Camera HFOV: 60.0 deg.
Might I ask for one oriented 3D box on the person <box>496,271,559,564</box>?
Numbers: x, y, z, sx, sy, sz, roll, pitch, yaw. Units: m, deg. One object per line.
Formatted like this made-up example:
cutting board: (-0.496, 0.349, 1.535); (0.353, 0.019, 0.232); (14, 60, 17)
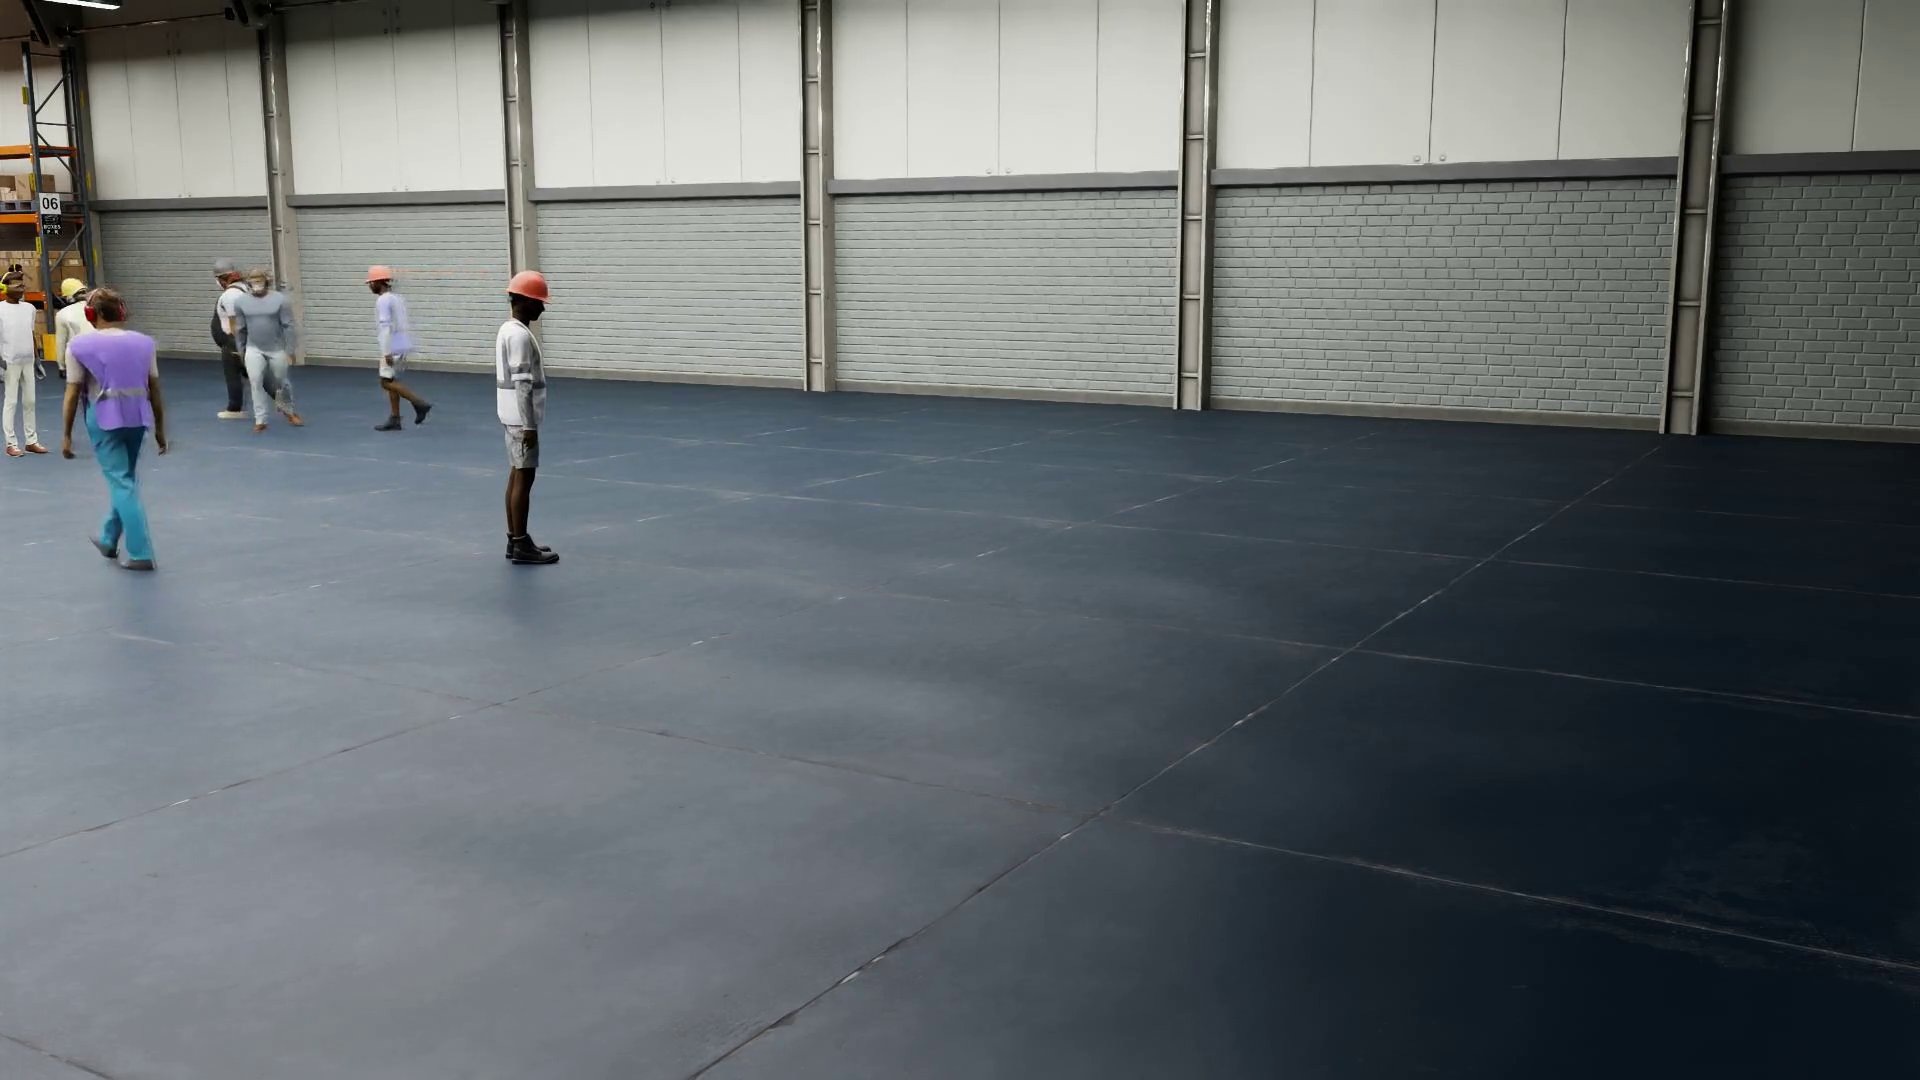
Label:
person: (-2.851, -0.804, 10.986); (0.382, 1.923, 0.551); (-4, 10, -21)

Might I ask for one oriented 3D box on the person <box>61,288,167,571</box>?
person: (-5.560, -0.719, 10.813); (0.907, 1.804, 0.594); (6, 11, 31)

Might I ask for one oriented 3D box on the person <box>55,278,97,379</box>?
person: (-9.483, -1.948, 18.116); (0.705, 1.774, 0.616); (9, 13, 42)

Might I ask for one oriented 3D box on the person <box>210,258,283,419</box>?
person: (-8.868, -2.511, 20.639); (0.789, 2.000, 0.705); (0, 10, -3)

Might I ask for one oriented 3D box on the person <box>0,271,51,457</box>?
person: (-9.558, -1.785, 16.901); (0.316, 1.867, 0.532); (4, 11, 24)

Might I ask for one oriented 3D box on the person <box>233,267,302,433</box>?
person: (-8.030, -2.212, 19.338); (0.660, 1.902, 0.840); (-2, 10, -10)

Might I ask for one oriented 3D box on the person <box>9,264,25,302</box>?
person: (-17.904, -4.308, 31.660); (0.329, 1.872, 0.510); (-7, 12, -34)

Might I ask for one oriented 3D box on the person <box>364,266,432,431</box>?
person: (-6.509, -2.200, 19.199); (0.690, 1.911, 0.567); (0, 10, -3)
